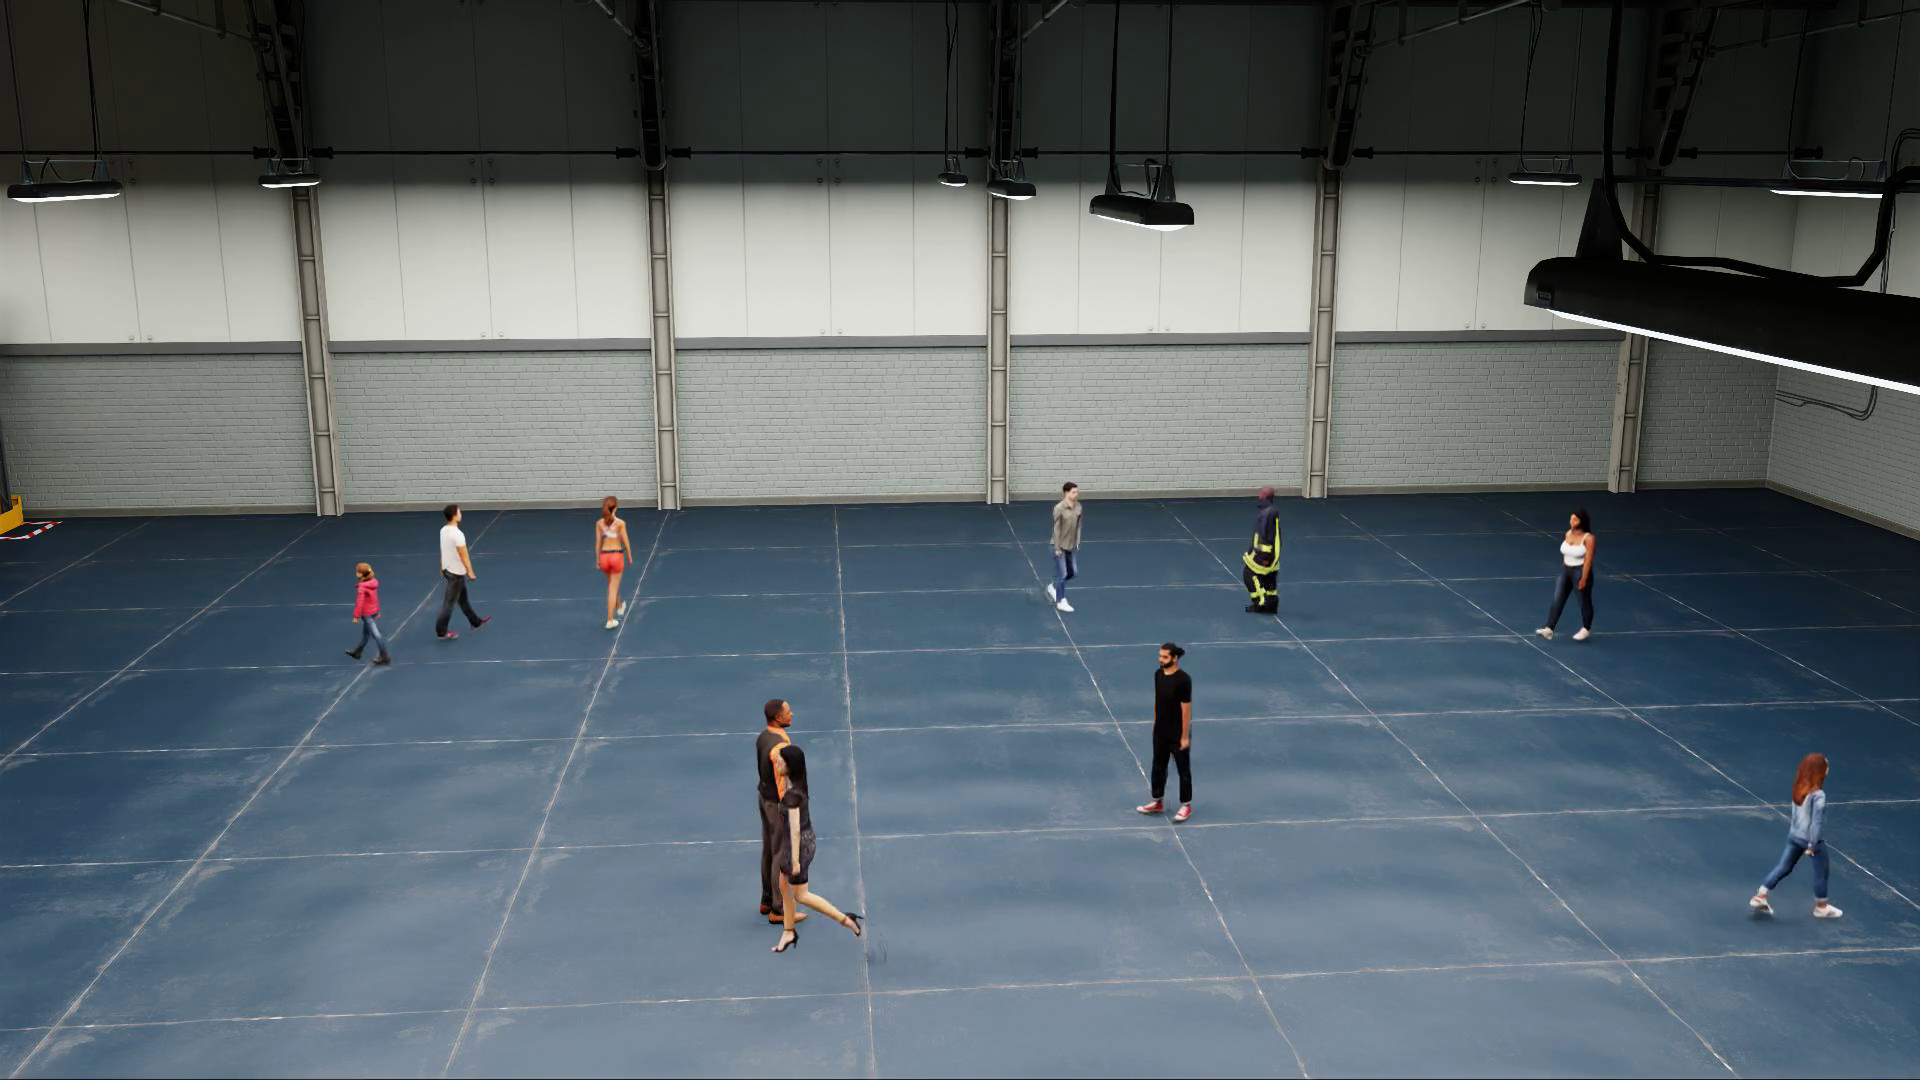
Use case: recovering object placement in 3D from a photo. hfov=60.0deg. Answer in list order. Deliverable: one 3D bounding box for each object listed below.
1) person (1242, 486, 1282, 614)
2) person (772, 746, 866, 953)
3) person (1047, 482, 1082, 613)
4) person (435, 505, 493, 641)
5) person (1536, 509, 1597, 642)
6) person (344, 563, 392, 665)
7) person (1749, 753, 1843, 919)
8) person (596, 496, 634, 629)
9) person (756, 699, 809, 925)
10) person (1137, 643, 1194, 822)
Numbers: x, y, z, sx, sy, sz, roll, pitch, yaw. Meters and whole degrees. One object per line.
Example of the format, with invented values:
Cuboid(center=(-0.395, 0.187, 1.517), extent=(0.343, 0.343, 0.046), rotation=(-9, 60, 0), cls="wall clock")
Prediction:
Cuboid(center=(4.335, 0.150, 23.099), extent=(0.949, 1.808, 0.906), rotation=(5, 14, 20), cls="person")
Cuboid(center=(-1.176, 2.482, 13.127), extent=(0.983, 1.763, 0.676), rotation=(0, 13, 1), cls="person")
Cuboid(center=(1.376, 0.075, 23.358), extent=(0.937, 1.837, 0.983), rotation=(-11, 17, -39), cls="person")
Cuboid(center=(-6.754, 0.448, 21.899), extent=(1.171, 1.769, 1.031), rotation=(-11, 17, -39), cls="person")
Cuboid(center=(8.130, 0.485, 21.738), extent=(1.203, 1.768, 0.961), rotation=(-7, 15, -28), cls="person")
Cuboid(center=(-7.336, 0.939, 20.838), extent=(0.892, 1.289, 0.628), rotation=(1, 13, 6), cls="person")
Cuboid(center=(6.957, 2.476, 13.834), extent=(0.986, 1.456, 0.585), rotation=(-2, 13, -8), cls="person")
Cuboid(center=(-4.720, 0.330, 22.428), extent=(1.057, 1.758, 0.839), rotation=(3, 13, 11), cls="person")
Cuboid(center=(-1.525, 2.240, 13.852), extent=(0.729, 1.907, 0.768), rotation=(-6, 14, -23), cls="person")
Cuboid(center=(2.081, 1.821, 16.012), extent=(0.784, 1.750, 0.841), rotation=(12, 18, 43), cls="person")
